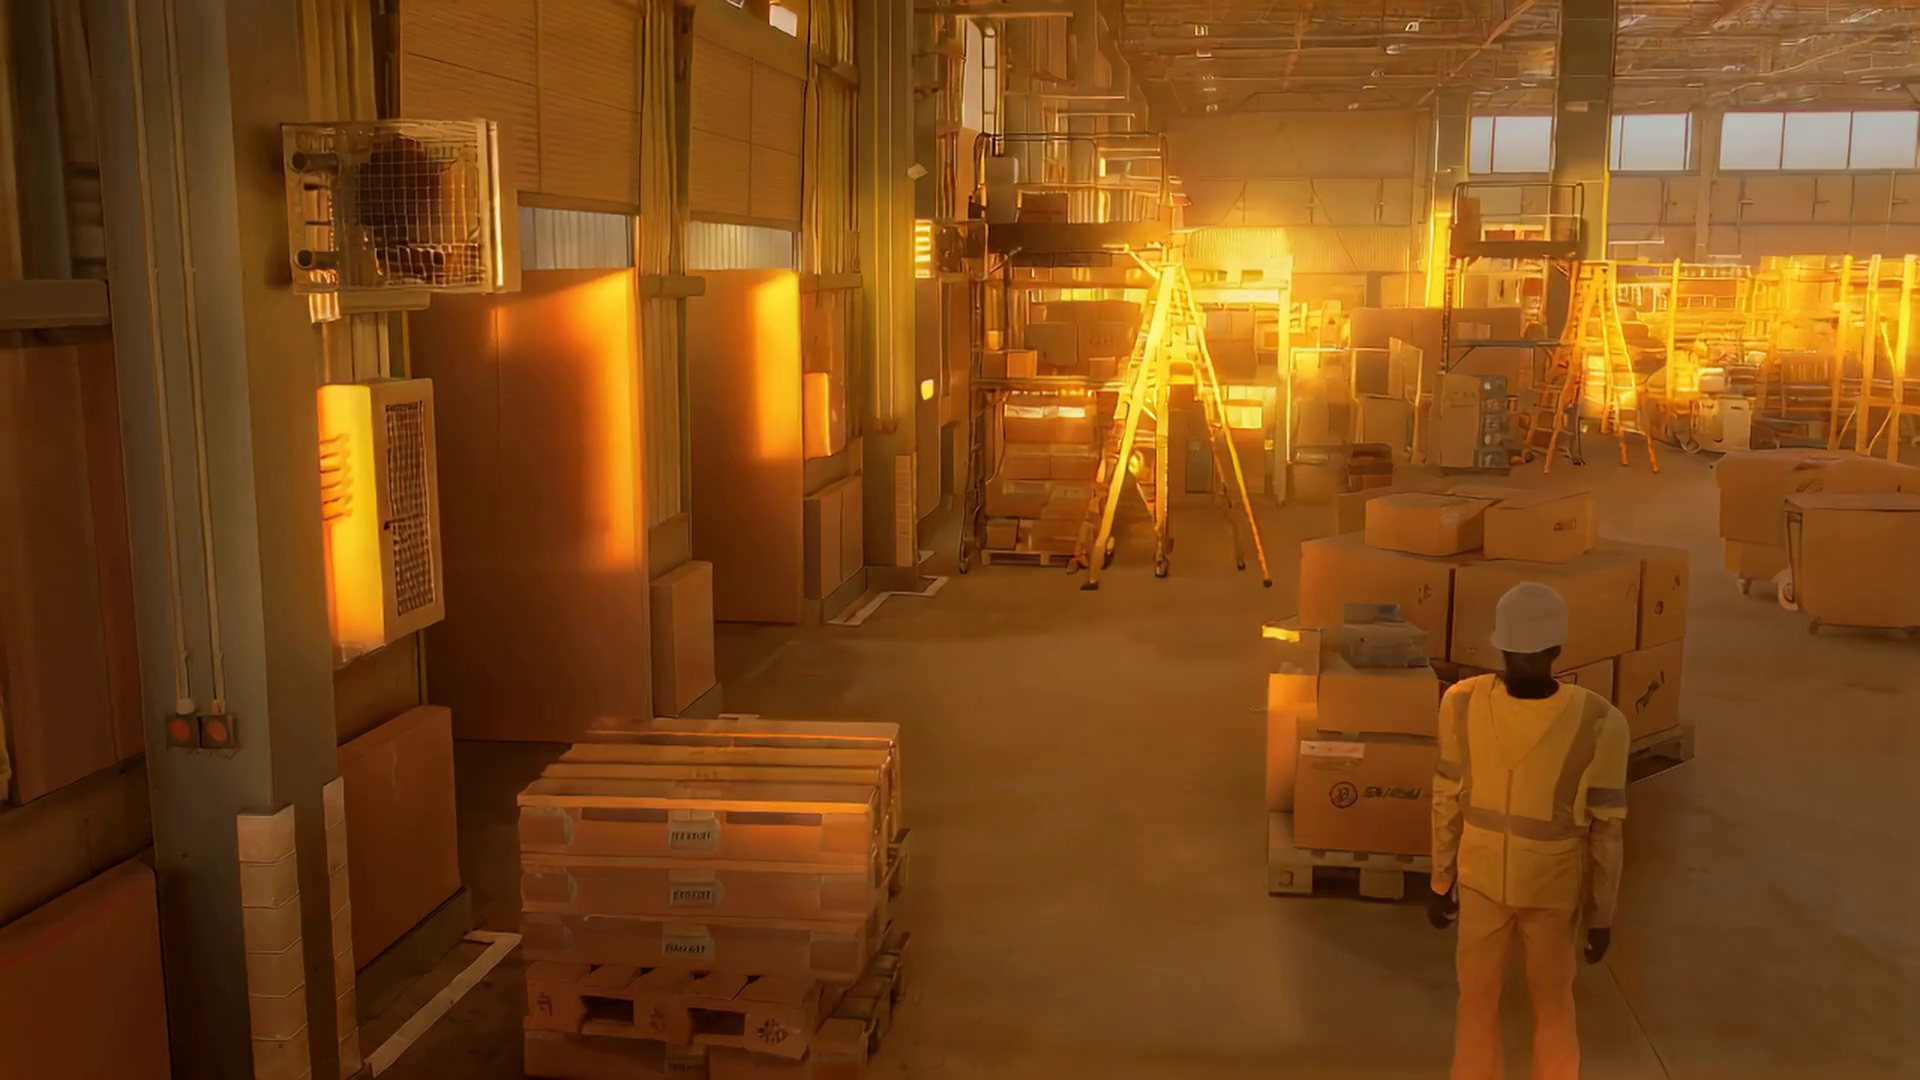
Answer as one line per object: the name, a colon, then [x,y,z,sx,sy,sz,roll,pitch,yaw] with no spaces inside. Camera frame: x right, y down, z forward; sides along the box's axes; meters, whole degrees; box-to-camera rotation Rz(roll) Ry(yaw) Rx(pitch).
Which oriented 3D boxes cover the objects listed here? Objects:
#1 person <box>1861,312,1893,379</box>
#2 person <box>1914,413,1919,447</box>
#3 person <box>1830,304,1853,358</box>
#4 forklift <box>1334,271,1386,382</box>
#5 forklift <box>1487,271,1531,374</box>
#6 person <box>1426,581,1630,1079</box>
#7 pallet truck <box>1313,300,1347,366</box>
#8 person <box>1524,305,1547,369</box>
person: [20.702,-4.195,37.604,0.644,1.927,0.386,9,13,42]
person: [15.625,-2.346,26.749,0.319,1.739,0.485,9,13,44]
person: [25.078,-5.727,47.158,1.006,1.876,0.561,-2,9,-11]
forklift: [10.454,-5.399,42.066,1.873,2.768,1.129,1,9,9]
forklift: [14.713,-5.935,45.369,1.873,2.768,1.129,-3,10,-18]
person: [1.734,1.066,5.162,0.589,1.918,0.396,7,12,37]
pallet truck: [11.159,-6.200,49.718,0.823,1.965,1.885,4,10,26]
person: [15.916,-5.539,45.914,0.651,1.920,0.752,-2,9,-12]
